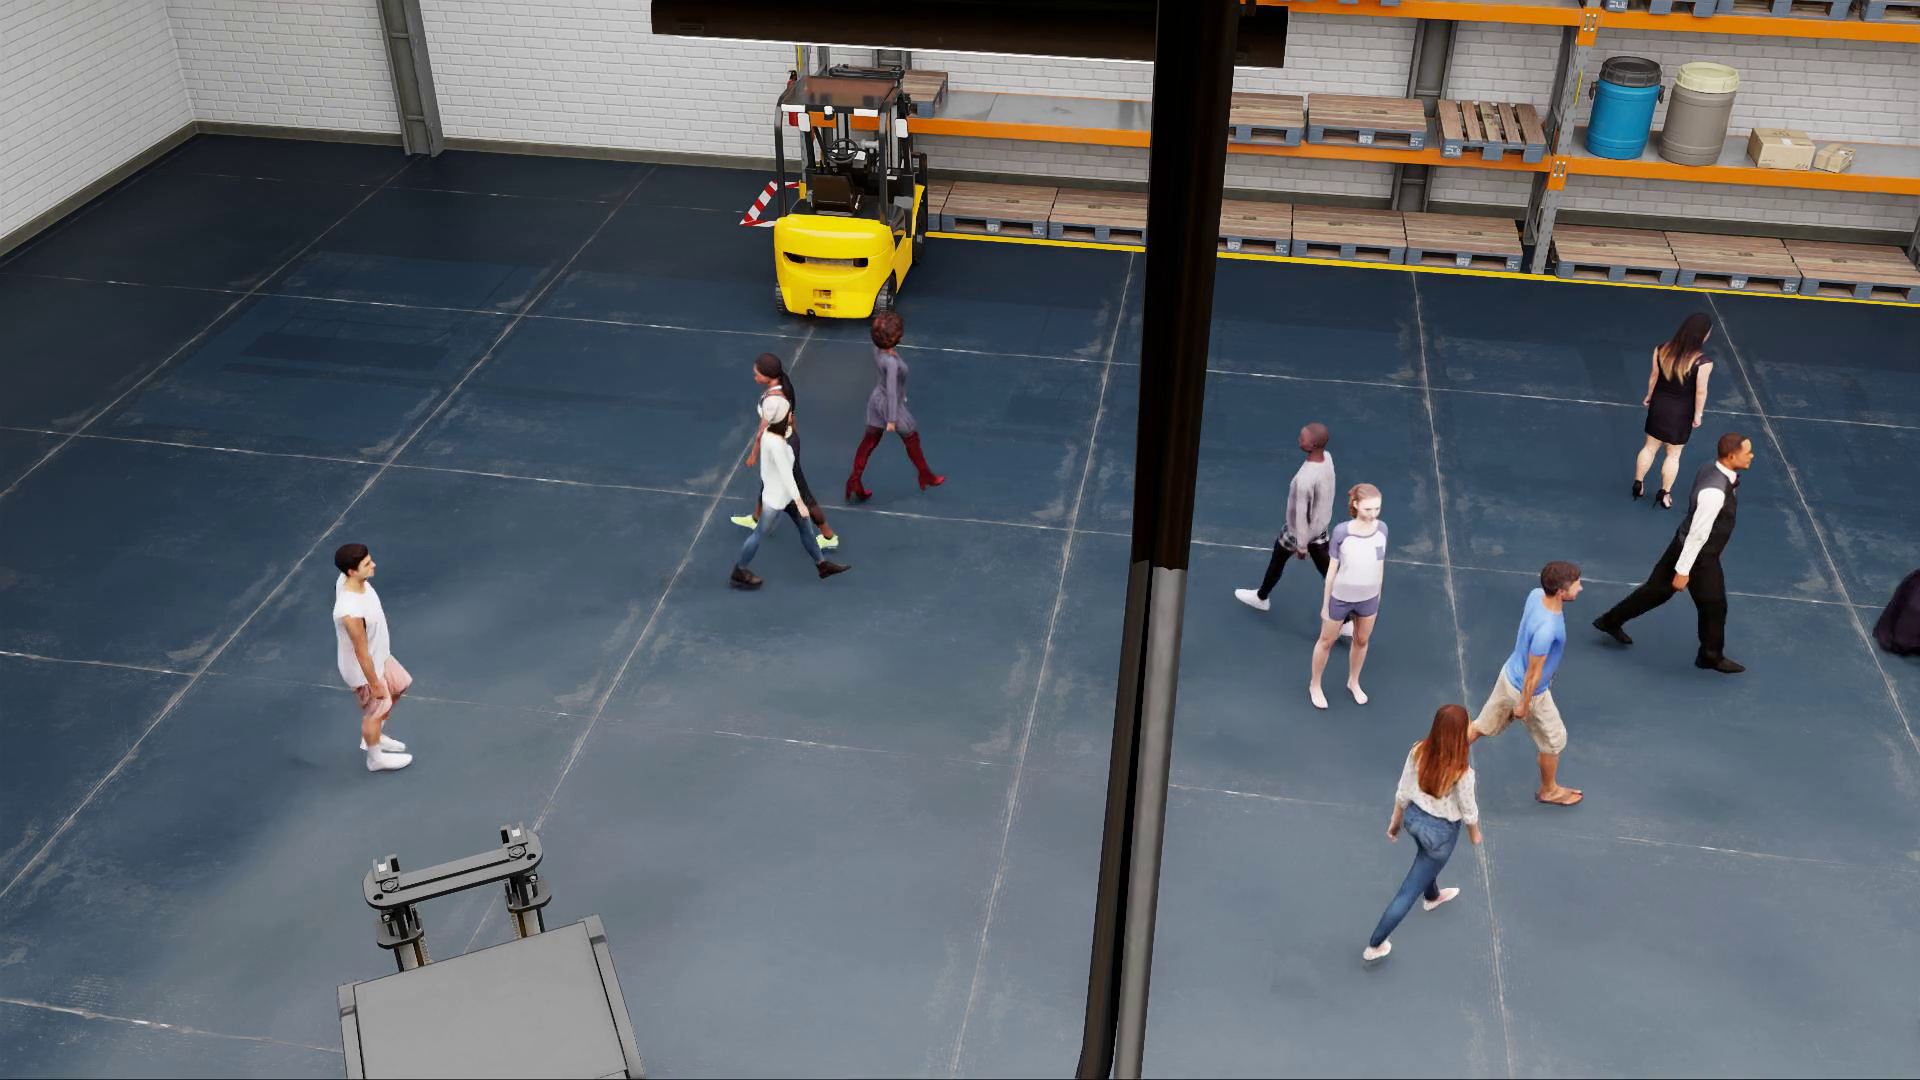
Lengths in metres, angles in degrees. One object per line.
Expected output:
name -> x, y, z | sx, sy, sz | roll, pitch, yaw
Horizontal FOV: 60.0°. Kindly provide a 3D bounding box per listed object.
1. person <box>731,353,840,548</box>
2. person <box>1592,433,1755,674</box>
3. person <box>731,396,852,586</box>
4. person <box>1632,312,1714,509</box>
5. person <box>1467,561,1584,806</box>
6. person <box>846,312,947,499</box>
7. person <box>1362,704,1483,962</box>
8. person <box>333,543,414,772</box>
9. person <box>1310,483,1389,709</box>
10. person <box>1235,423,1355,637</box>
person -> -1.280, -0.650, 12.939 | 1.132, 1.696, 0.584 | 5, 34, 8
person -> 5.061, 0.071, 11.691 | 1.346, 1.876, 0.864 | 12, 35, 17
person -> -1.443, -0.307, 12.513 | 1.210, 1.596, 0.789 | -3, 34, -4
person -> 5.784, -1.042, 13.515 | 0.821, 1.710, 0.745 | -25, 41, -32
person -> 3.473, 0.902, 10.484 | 1.245, 1.829, 0.711 | 3, 34, 4
person -> -0.667, -1.040, 13.553 | 1.148, 1.664, 0.967 | -13, 36, -19
person -> 2.605, 1.687, 9.426 | 1.145, 1.691, 1.064 | -20, 39, -28
person -> -3.914, 0.777, 10.722 | 0.800, 1.773, 0.796 | -7, 34, -10
person -> 2.674, 0.371, 11.341 | 0.583, 1.764, 0.699 | -5, 34, -8
person -> 2.603, -0.042, 11.997 | 1.287, 1.725, 1.029 | 24, 41, 32
